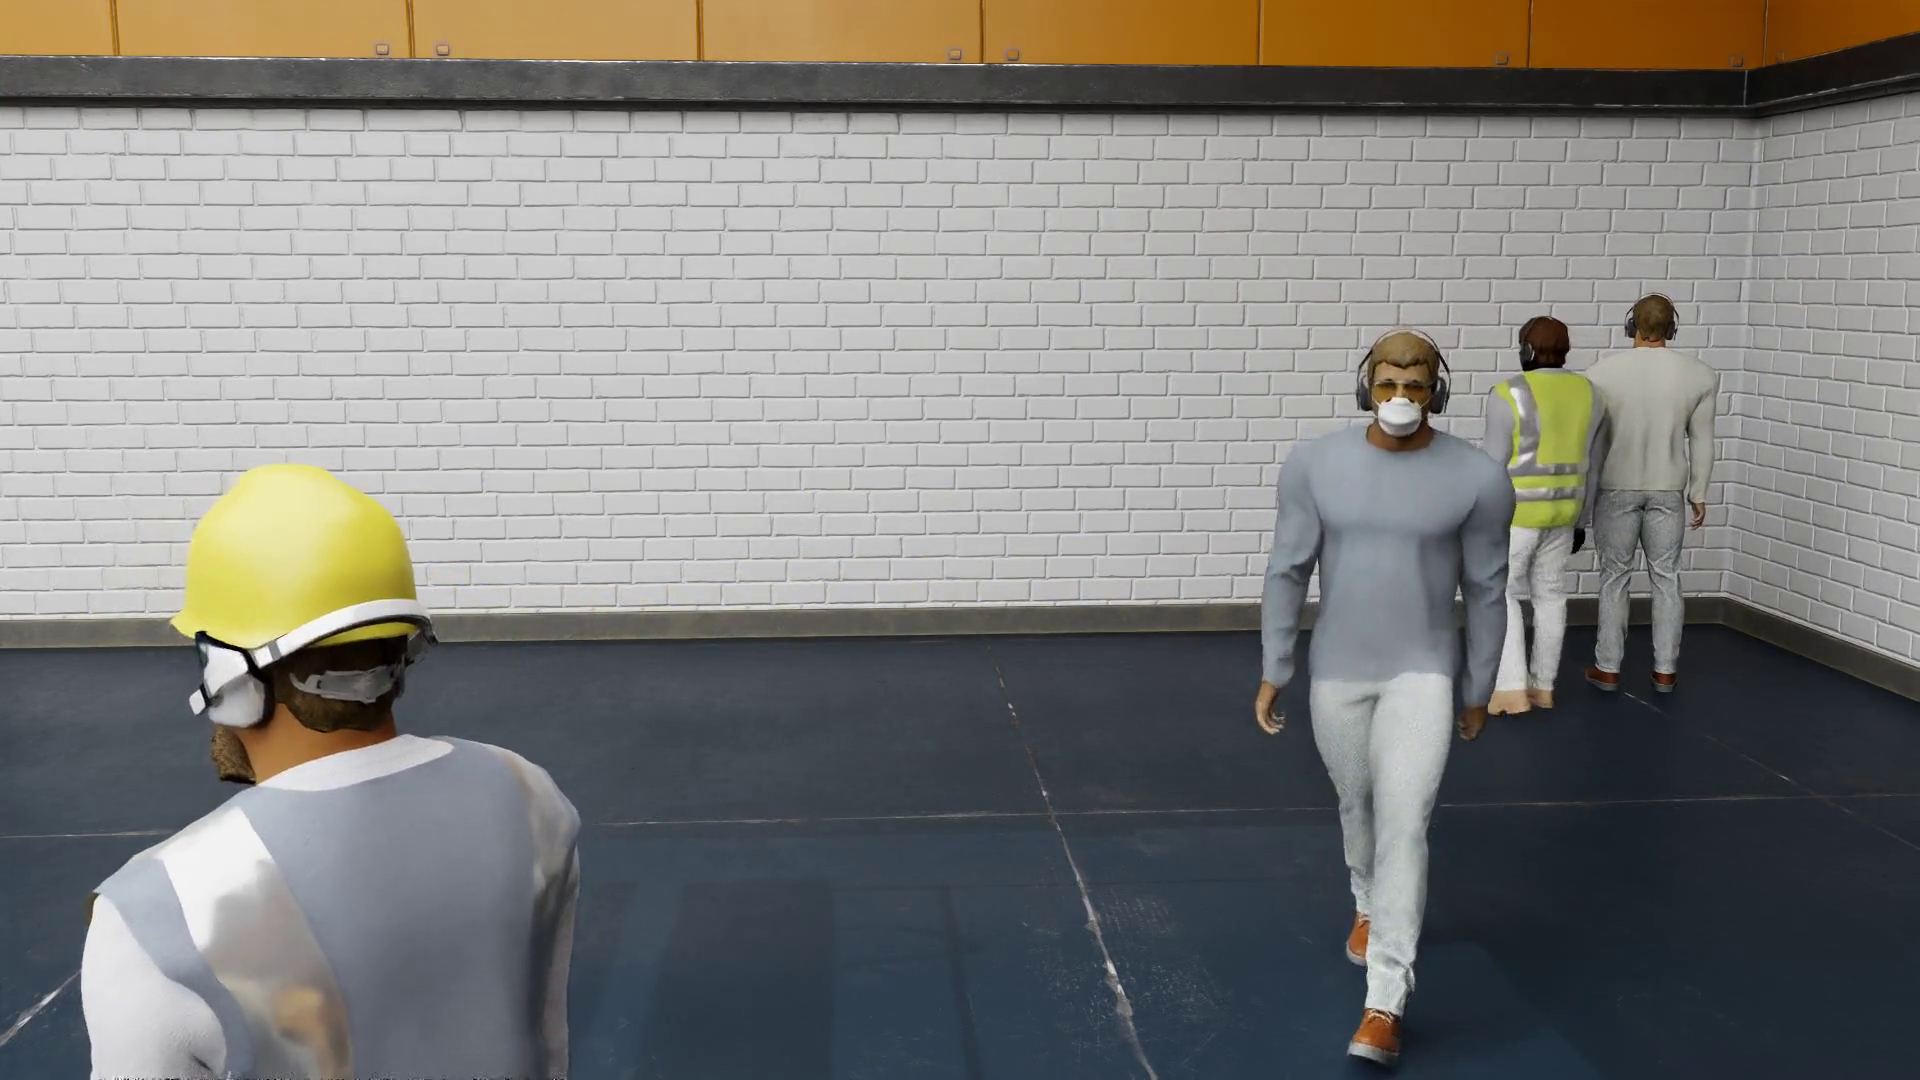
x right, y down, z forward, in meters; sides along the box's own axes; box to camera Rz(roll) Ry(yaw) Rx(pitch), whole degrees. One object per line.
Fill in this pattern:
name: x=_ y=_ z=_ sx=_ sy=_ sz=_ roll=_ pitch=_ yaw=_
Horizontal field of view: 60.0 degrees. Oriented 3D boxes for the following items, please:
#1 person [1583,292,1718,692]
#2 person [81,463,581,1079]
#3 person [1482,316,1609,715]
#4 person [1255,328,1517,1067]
person: x=3.311 y=-0.223 z=8.077 sx=0.635 sy=1.937 sz=0.353 roll=1 pitch=9 yaw=9
person: x=-0.663 y=0.831 z=1.812 sx=0.403 sy=1.829 sz=0.593 roll=5 pitch=10 yaw=28
person: x=2.639 y=-0.107 z=7.673 sx=0.644 sy=1.844 sz=0.429 roll=-3 pitch=10 yaw=-19
person: x=1.158 y=0.370 z=4.557 sx=0.638 sy=1.890 sz=1.038 roll=4 pitch=10 yaw=25
